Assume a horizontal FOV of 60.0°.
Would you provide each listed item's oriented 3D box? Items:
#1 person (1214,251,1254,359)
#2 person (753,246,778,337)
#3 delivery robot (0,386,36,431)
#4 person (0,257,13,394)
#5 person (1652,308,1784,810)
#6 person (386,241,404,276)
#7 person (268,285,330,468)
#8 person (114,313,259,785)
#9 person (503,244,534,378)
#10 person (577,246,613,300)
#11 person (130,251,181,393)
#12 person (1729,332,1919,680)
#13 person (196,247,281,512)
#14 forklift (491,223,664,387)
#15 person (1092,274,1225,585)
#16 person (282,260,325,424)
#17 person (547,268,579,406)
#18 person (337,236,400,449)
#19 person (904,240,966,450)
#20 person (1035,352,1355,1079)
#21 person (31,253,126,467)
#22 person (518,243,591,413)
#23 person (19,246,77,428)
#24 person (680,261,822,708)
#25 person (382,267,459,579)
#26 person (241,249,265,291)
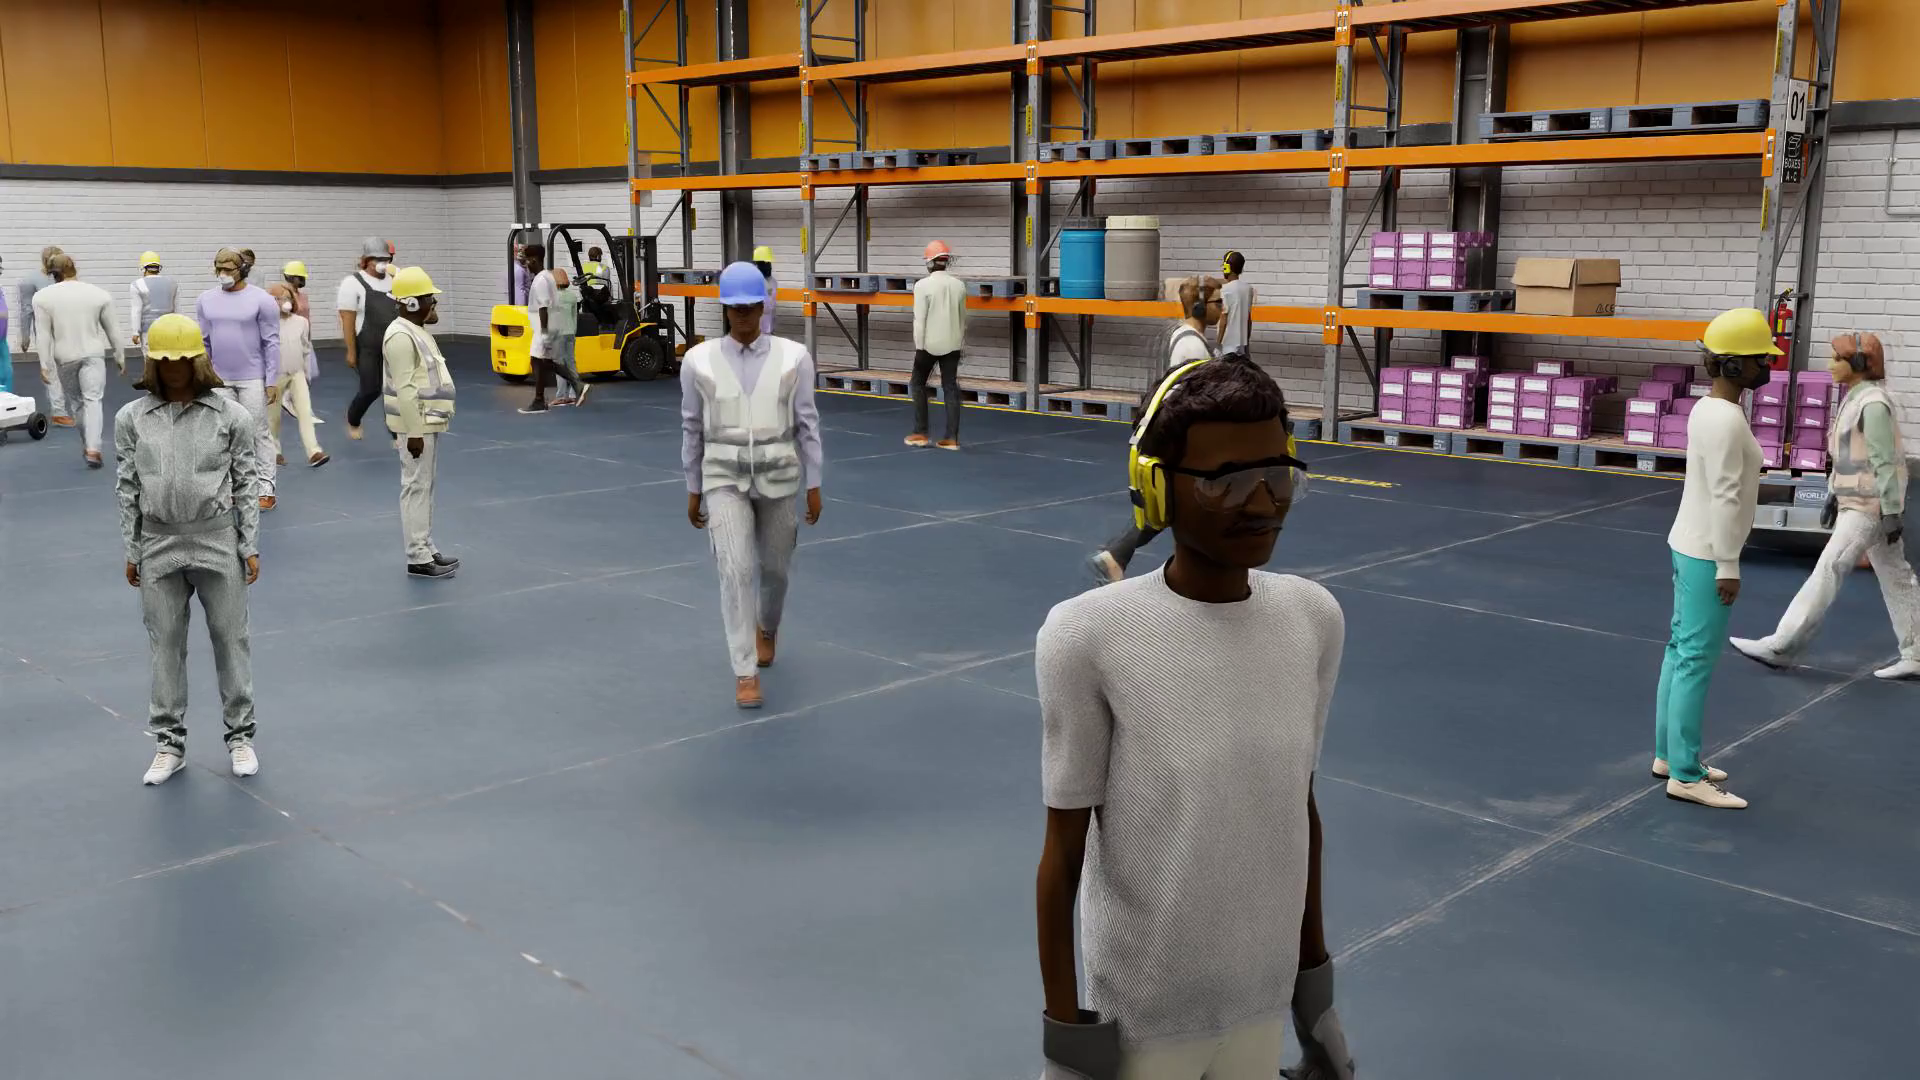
[{"bbox_3d":[2.658,-1.893,16.334,0.538,1.869,0.309,-9,14,-41],"label":"person"},{"bbox_3d":[-2.219,-2.447,19.297,0.933,1.881,0.607,8,13,36],"label":"person"},{"bbox_3d":[-9.355,-1.263,16.229,0.477,0.478,0.707,0,10,0],"label":"delivery robot"},{"bbox_3d":[-10.507,-2.152,17.913,0.665,1.825,0.569,-2,11,-9],"label":"person"},{"bbox_3d":[2.714,0.060,5.965,0.321,1.769,0.523,3,11,16],"label":"person"},{"bbox_3d":[-8.086,-3.254,23.570,0.552,1.935,0.374,-3,11,-15],"label":"person"},{"bbox_3d":[-5.822,-1.407,14.423,0.867,1.584,0.522,10,14,42],"label":"person"},{"bbox_3d":[-2.849,0.036,6.165,0.484,1.742,0.301,-3,11,-16],"label":"person"},{"bbox_3d":[-6.281,-3.266,23.748,0.399,1.900,0.645,-5,12,-26],"label":"person"},{"bbox_3d":[-5.846,-3.806,26.842,0.627,1.844,0.429,5,11,23],"label":"person"},{"bbox_3d":[-9.608,-2.523,19.871,0.404,1.830,0.602,8,13,36],"label":"person"},{"bbox_3d":[4.054,-0.148,7.572,0.896,1.576,0.530,4,11,21],"label":"person"},{"bbox_3d":[-5.275,-1.164,12.176,0.630,1.938,0.372,1,10,4],"label":"person"},{"bbox_3d":[-5.316,-3.263,22.920,2.313,2.155,1.214,-10,14,-44],"label":"forklift"},{"bbox_3d":[1.174,-0.532,9.055,0.827,1.822,0.515,-1,10,-6],"label":"person"},{"bbox_3d":[-7.153,-2.128,17.935,0.574,1.757,0.531,2,11,10],"label":"person"},{"bbox_3d":[-4.758,-2.419,19.845,0.284,1.633,0.500,6,12,29],"label":"person"},{"bbox_3d":[-5.508,-1.863,15.702,0.756,2.000,0.695,8,13,38],"label":"person"},{"bbox_3d":[-0.259,-1.853,15.838,0.646,1.965,0.751,-7,13,-35],"label":"person"},{"bbox_3d":[0.336,0.675,2.328,0.511,1.872,0.329,-6,12,-28],"label":"person"},{"bbox_3d":[-7.765,-1.589,14.691,0.685,1.871,1.063,-5,12,-27],"label":"person"},{"bbox_3d":[-4.666,-2.416,19.000,0.715,1.935,0.635,0,10,-1],"label":"person"},{"bbox_3d":[-9.559,-2.154,17.680,0.739,1.897,0.669,4,11,23],"label":"person"},{"bbox_3d":[-0.928,-0.280,7.420,0.613,1.915,0.912,-2,11,-9],"label":"person"},{"bbox_3d":[-3.197,-0.692,9.876,0.404,1.837,0.593,-2,11,-10],"label":"person"},{"bbox_3d":[-10.107,-3.221,23.676,0.535,1.830,0.552,-2,11,-9],"label":"person"}]
